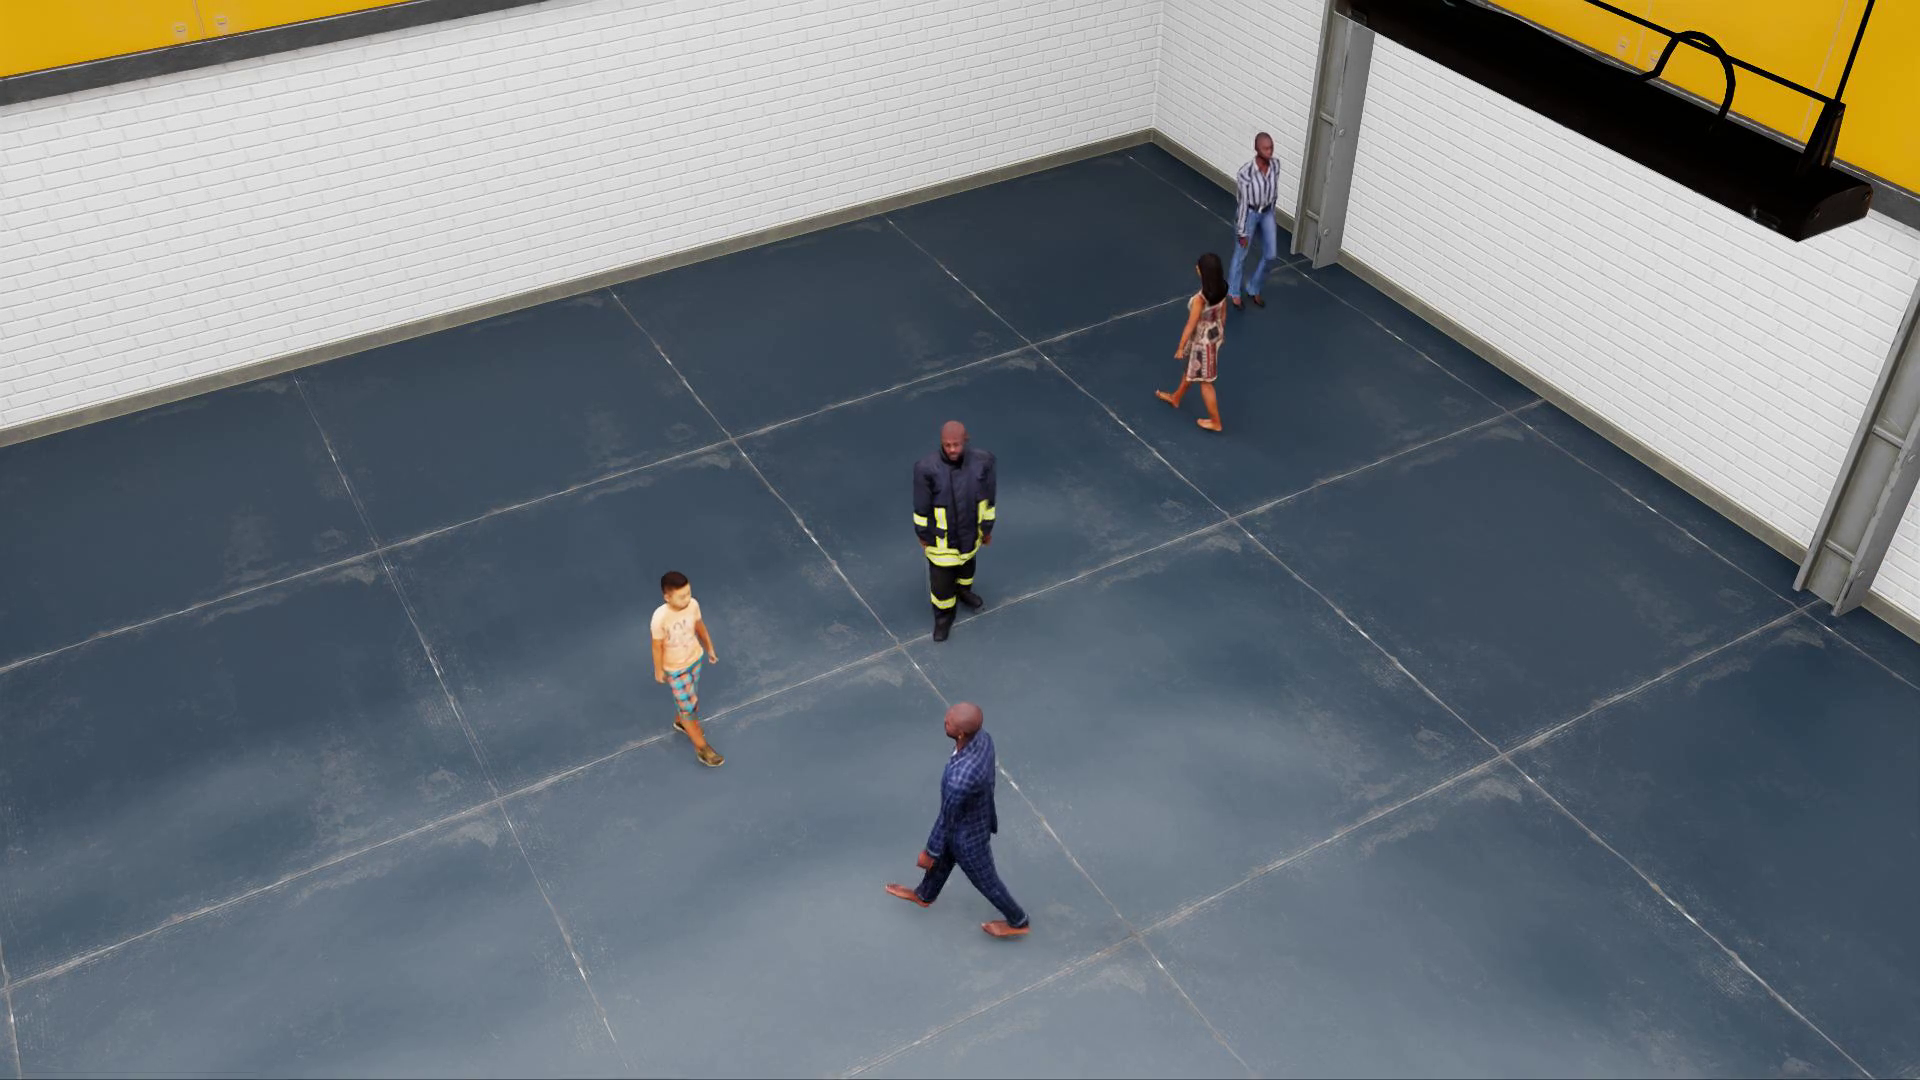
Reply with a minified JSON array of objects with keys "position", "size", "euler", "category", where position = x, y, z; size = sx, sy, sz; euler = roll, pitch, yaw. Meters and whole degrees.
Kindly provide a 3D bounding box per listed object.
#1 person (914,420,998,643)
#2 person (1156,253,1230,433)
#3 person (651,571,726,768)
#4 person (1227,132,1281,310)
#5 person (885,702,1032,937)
[{"position":[-0.036,-0.179,11.815],"size":[0.866,1.804,0.966],"euler":[-12,40,-15],"category":"person"},{"position":[2.075,-1.602,13.749],"size":[1.051,1.615,0.860],"euler":[27,46,29],"category":"person"},{"position":[-1.867,0.771,10.913],"size":[0.899,1.447,0.732],"euler":[27,46,30],"category":"person"},{"position":[2.650,-2.952,15.308],"size":[0.644,1.779,0.658],"euler":[-20,43,-23],"category":"person"},{"position":[0.125,1.659,9.539],"size":[1.185,1.773,1.176],"euler":[7,39,8],"category":"person"}]
